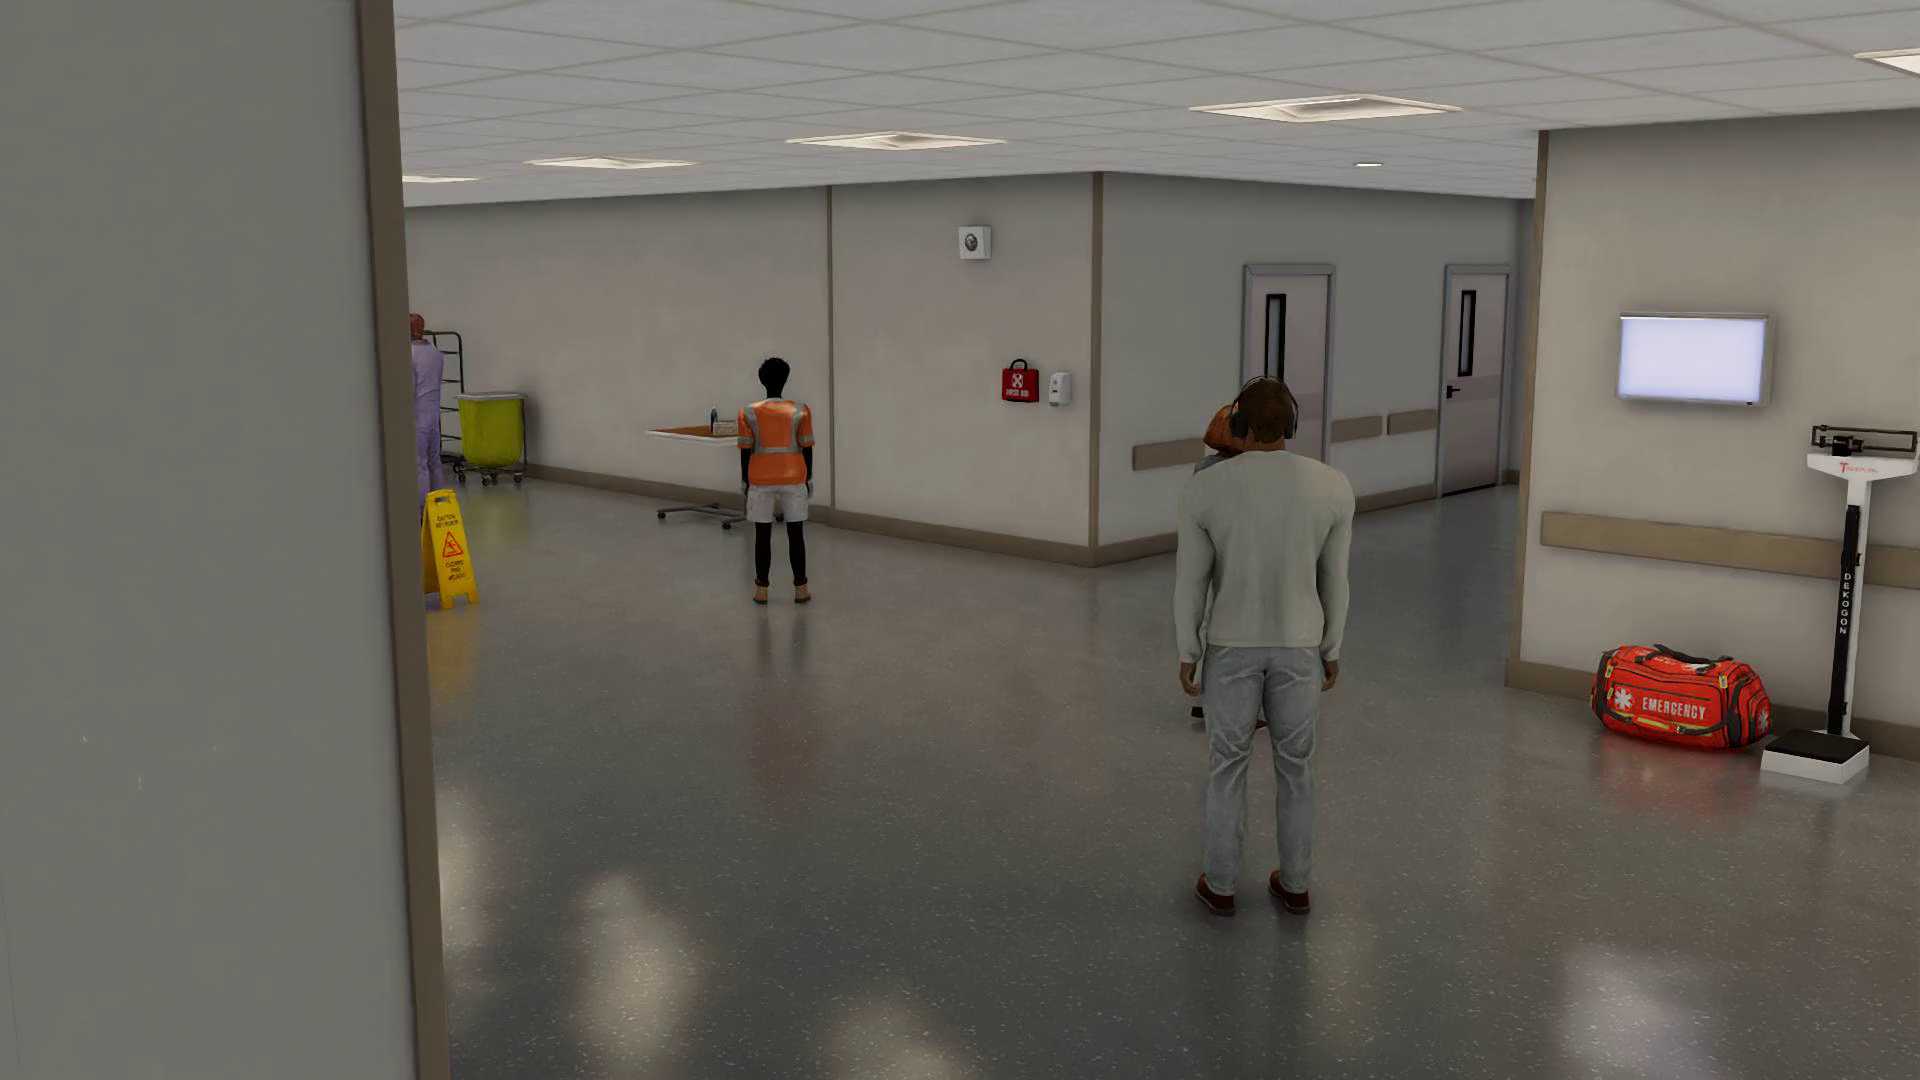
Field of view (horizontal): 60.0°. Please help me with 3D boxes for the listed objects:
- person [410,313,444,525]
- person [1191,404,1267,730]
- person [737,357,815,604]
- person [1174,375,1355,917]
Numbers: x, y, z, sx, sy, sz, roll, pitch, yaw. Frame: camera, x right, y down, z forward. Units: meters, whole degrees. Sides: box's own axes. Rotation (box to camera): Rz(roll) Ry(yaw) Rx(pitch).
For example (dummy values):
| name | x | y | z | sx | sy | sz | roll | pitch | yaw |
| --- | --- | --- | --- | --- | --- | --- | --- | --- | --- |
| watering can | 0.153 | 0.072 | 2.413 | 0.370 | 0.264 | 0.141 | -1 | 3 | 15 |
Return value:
| name | x | y | z | sx | sy | sz | roll | pitch | yaw |
| --- | --- | --- | --- | --- | --- | --- | --- | --- | --- |
| person | -4.902 | -1.085 | 14.977 | 0.409 | 1.909 | 0.639 | 2 | 9 | 10 |
| person | 1.342 | 0.135 | 8.330 | 0.277 | 1.633 | 0.507 | -5 | 10 | -28 |
| person | -1.255 | -0.399 | 11.408 | 0.530 | 1.697 | 0.321 | -1 | 9 | -5 |
| person | 1.068 | 0.386 | 5.907 | 0.622 | 1.932 | 0.368 | 0 | 9 | 2 |
